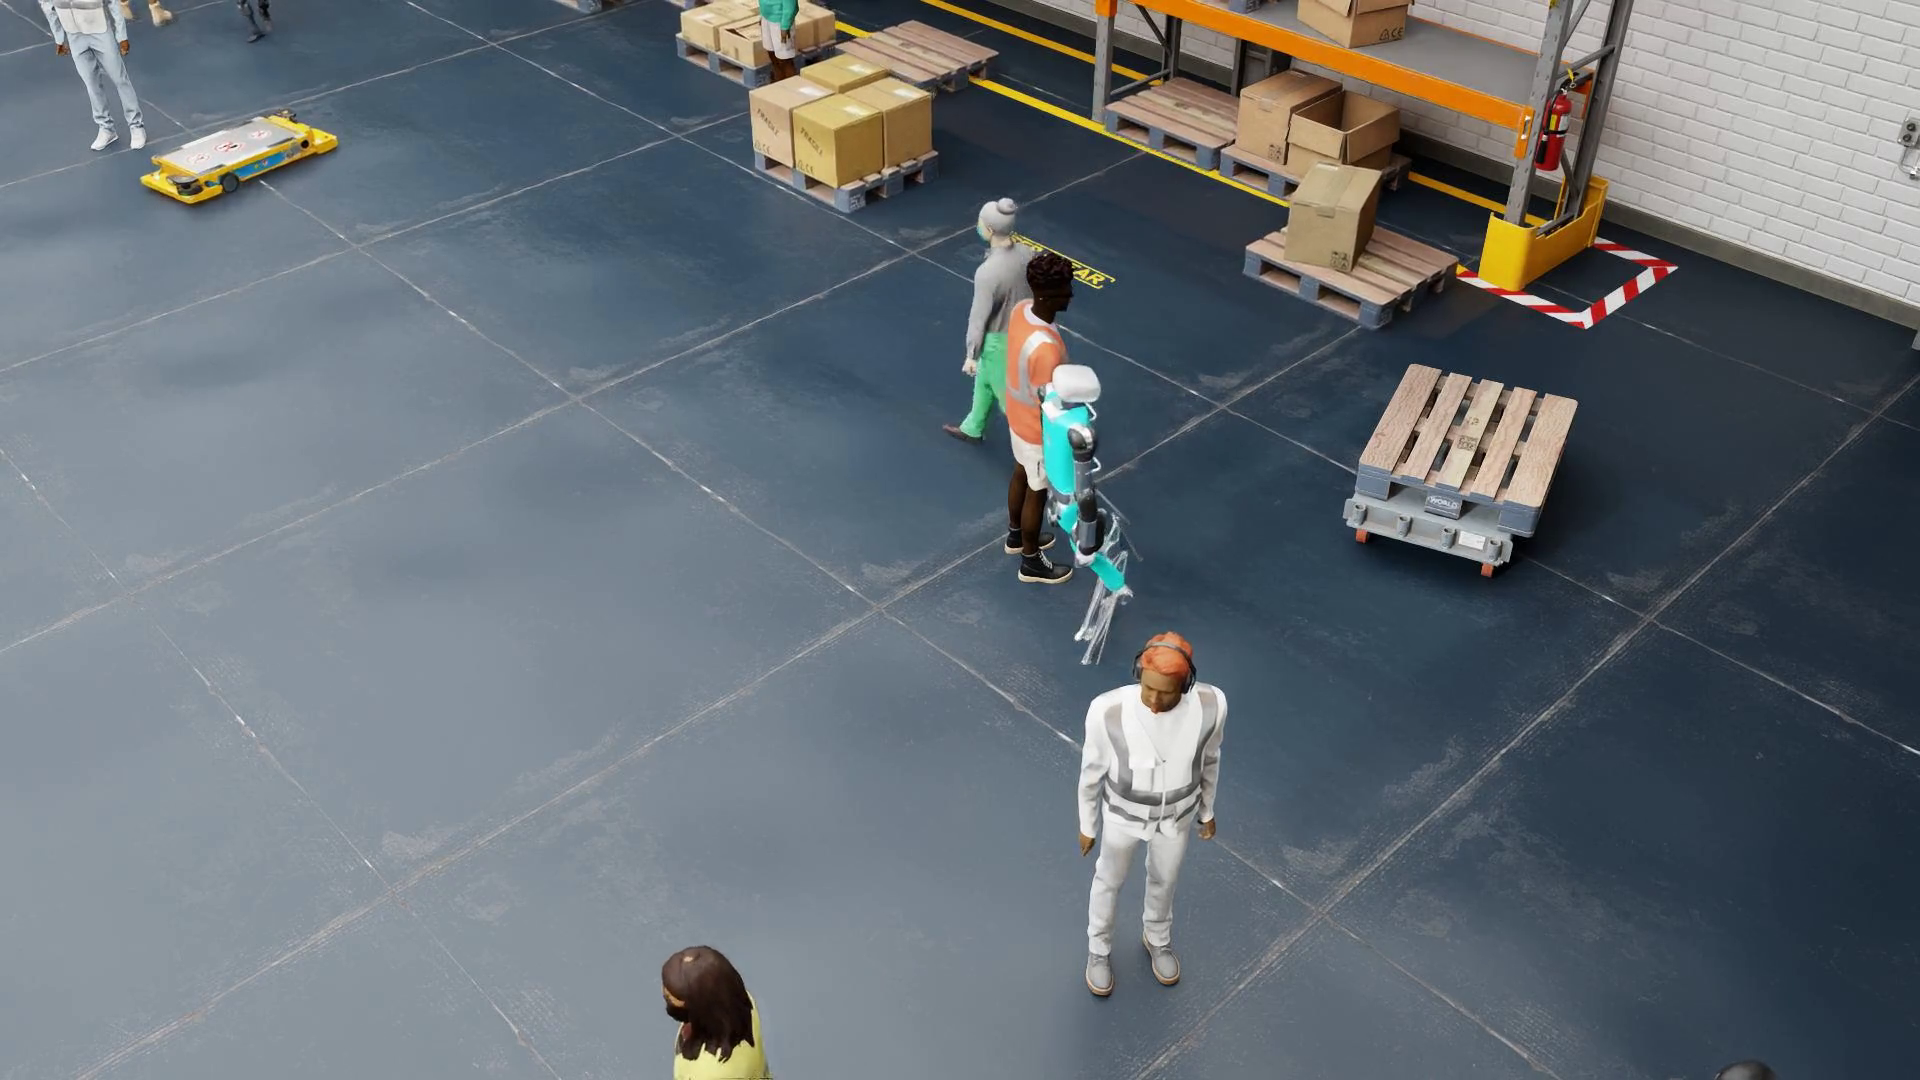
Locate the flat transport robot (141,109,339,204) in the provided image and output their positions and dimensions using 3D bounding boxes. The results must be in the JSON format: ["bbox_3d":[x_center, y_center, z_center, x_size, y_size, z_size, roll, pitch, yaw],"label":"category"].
[{"bbox_3d":[-5.945,-3.175,13.736,0.659,0.231,1.431,24,43,28],"label":"flat transport robot"}]

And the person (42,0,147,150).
[{"bbox_3d":[-7.151,-4.164,13.678,0.599,1.917,0.378,-1,37,-2],"label":"person"}]

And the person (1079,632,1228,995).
[{"bbox_3d":[0.760,1.107,6.728,0.583,1.882,0.337,-6,37,-8],"label":"person"}]

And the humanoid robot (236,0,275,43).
[{"bbox_3d":[-6.849,-5.606,15.804,0.602,1.636,0.506,-4,37,-5],"label":"humanoid robot"}]

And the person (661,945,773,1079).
[{"bbox_3d":[-0.760,2.000,5.655,0.774,1.749,0.469,-5,37,-7],"label":"person"}]

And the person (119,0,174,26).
[{"bbox_3d":[-8.176,-5.962,16.005,0.626,2.002,0.747,-29,46,-33],"label":"person"}]

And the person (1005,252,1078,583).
[{"bbox_3d":[0.432,-0.655,8.996,0.361,1.960,0.612,-8,38,-10],"label":"person"}]

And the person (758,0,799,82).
[{"bbox_3d":[-1.541,-4.438,14.099,0.382,1.847,0.509,-18,41,-23],"label":"person"}]

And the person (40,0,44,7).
[{"bbox_3d":[-8.818,-5.834,15.963,0.805,1.836,0.829,-30,46,-33],"label":"person"}]

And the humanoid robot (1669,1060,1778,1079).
[{"bbox_3d":[2.387,2.234,5.410,0.498,1.646,0.587,-23,43,-27],"label":"humanoid robot"}]

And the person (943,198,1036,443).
[{"bbox_3d":[0.272,-1.199,9.857,0.945,1.797,0.522,23,43,27],"label":"person"}]

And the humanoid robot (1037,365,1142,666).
[{"bbox_3d":[0.723,-0.118,8.491,0.674,1.816,0.541,-12,39,-16],"label":"humanoid robot"}]
